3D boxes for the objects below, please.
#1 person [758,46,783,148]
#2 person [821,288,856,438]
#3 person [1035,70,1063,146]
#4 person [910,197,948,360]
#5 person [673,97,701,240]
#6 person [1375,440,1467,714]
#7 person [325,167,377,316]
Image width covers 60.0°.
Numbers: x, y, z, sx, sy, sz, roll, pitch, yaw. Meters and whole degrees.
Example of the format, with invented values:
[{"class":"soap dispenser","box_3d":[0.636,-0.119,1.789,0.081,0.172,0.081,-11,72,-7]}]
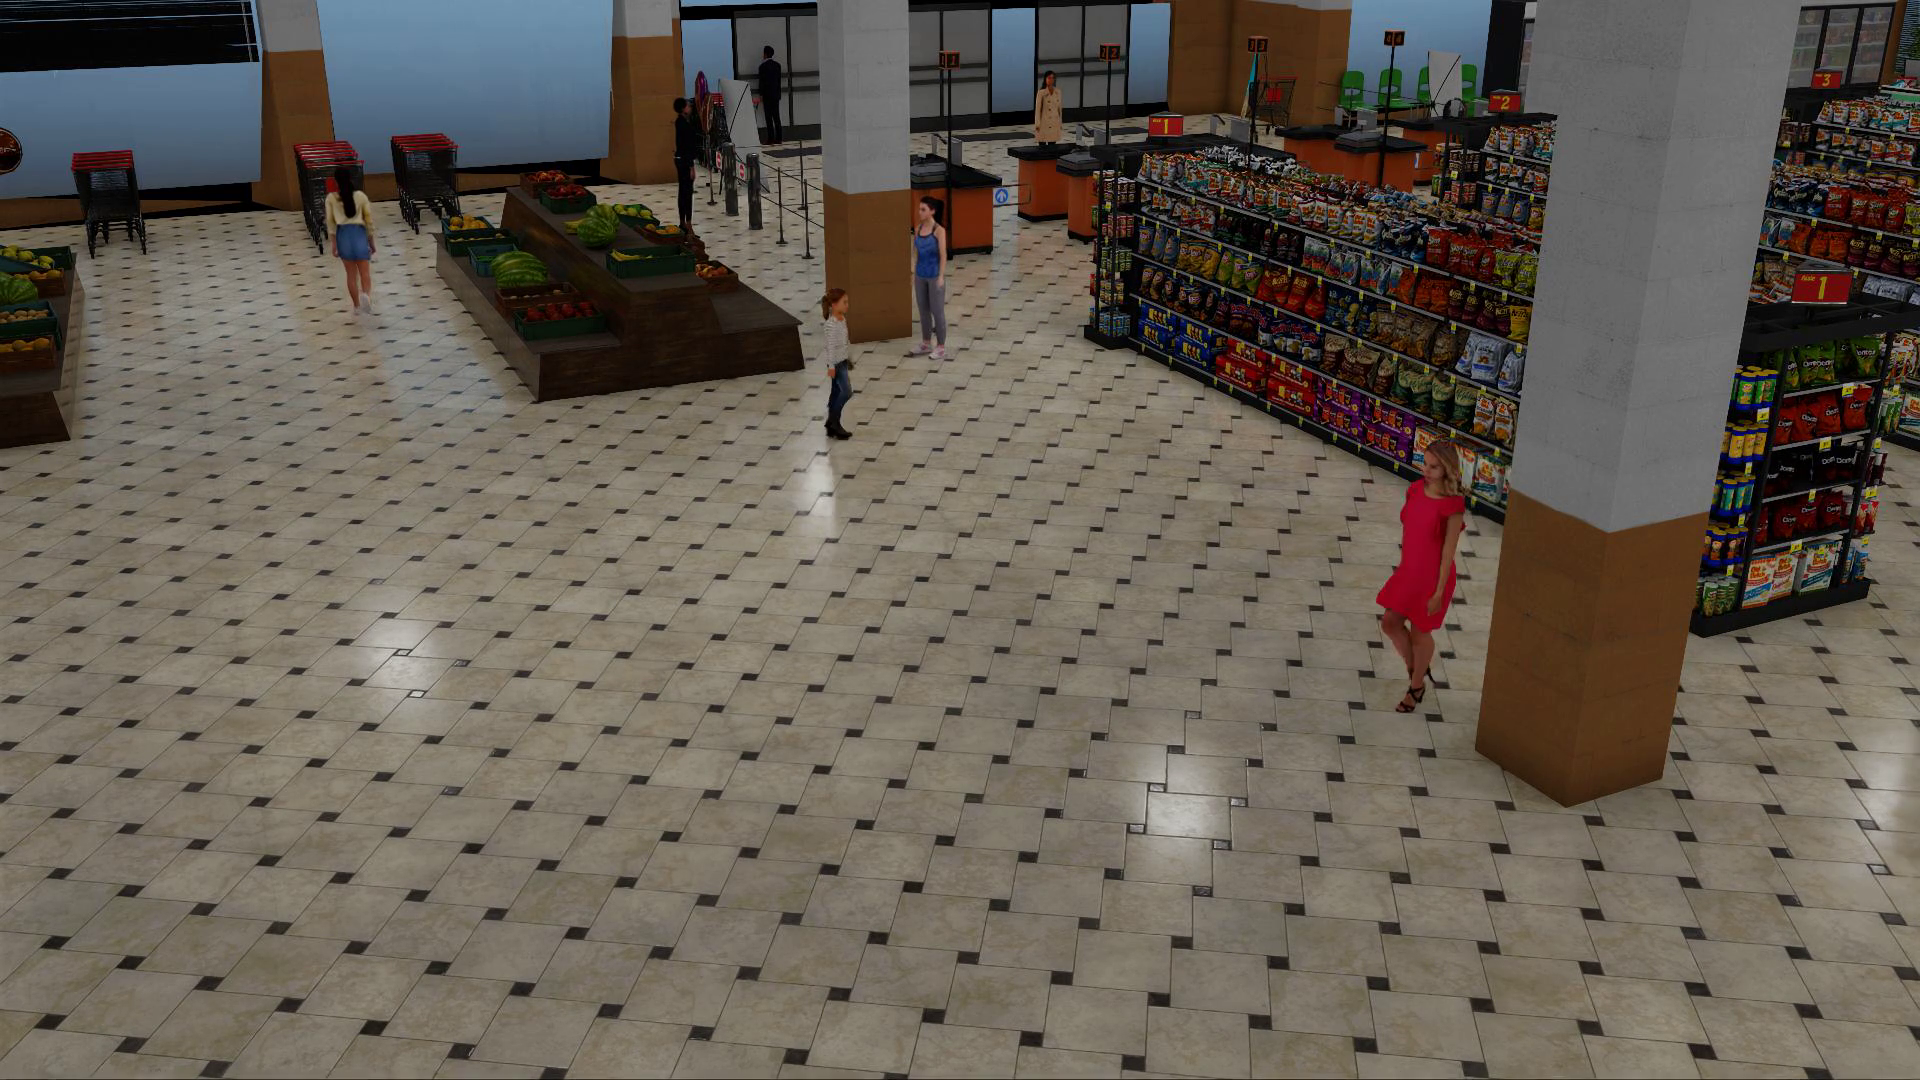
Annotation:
[{"class":"person","box_3d":[-3.357,-7.895,29.575,0.655,1.723,0.698,19,29,39]},{"class":"person","box_3d":[-1.108,-1.509,14.236,0.647,1.310,0.580,6,23,13]},{"class":"person","box_3d":[1.395,-6.568,26.328,0.635,1.680,0.513,-10,24,-23]},{"class":"person","box_3d":[-0.295,-2.622,16.605,0.688,1.608,0.560,-20,29,-40]},{"class":"person","box_3d":[-3.648,-4.933,22.053,0.649,1.834,0.448,-9,24,-22]},{"class":"person","box_3d":[2.710,0.211,9.424,0.681,1.706,0.590,-10,24,-23]},{"class":"person","box_3d":[-6.582,-3.198,18.033,0.696,1.613,0.979,-8,23,-19]}]
